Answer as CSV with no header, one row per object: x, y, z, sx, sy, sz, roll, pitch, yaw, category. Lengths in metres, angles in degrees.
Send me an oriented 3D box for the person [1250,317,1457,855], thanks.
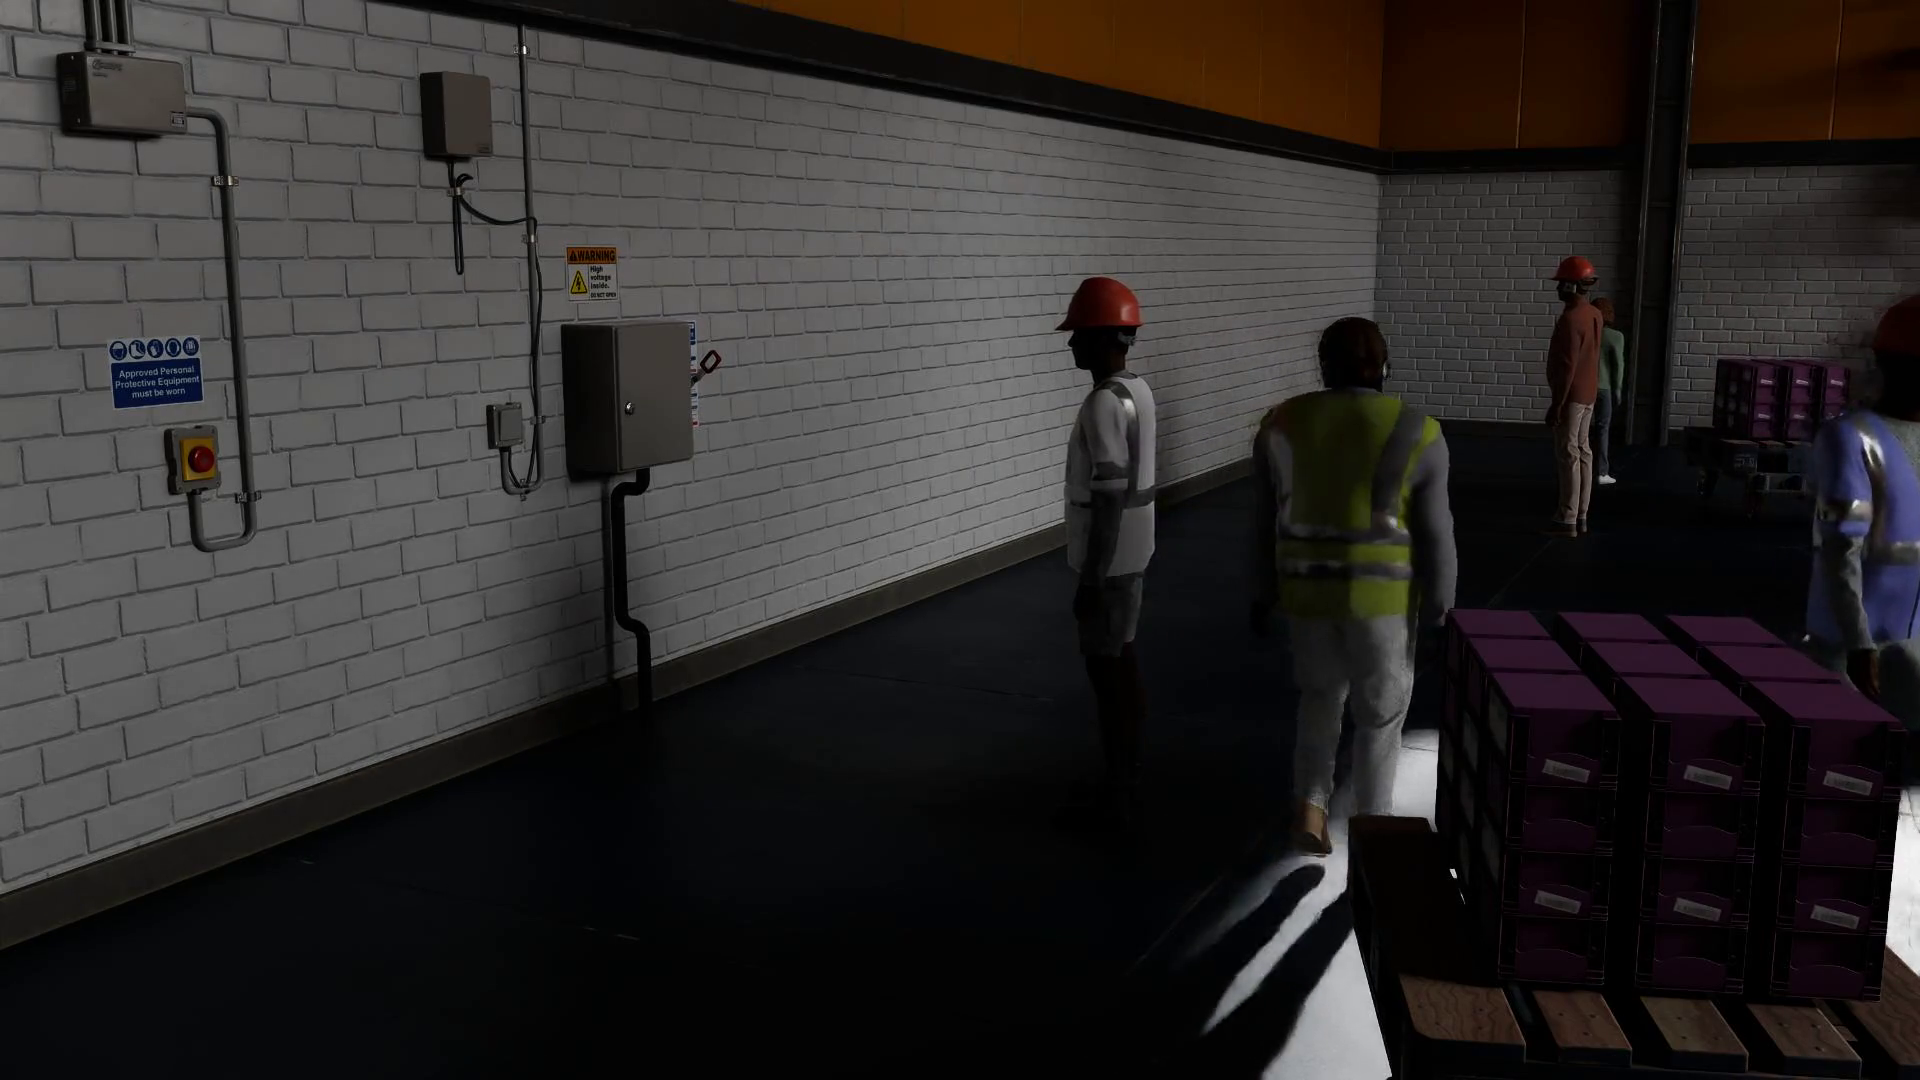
1.267,0.198,5.365,0.674,1.819,0.448,6,12,32,person

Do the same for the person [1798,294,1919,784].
2.745,0.258,4.789,0.557,1.901,0.910,-3,10,-19,person

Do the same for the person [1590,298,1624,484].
5.578,-1.310,14.639,0.501,1.631,0.287,9,13,42,person

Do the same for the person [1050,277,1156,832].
0.496,0.056,5.850,0.361,1.935,0.553,3,10,17,person

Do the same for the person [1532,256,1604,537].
4.370,-1.022,11.919,0.378,1.996,0.611,8,13,38,person
